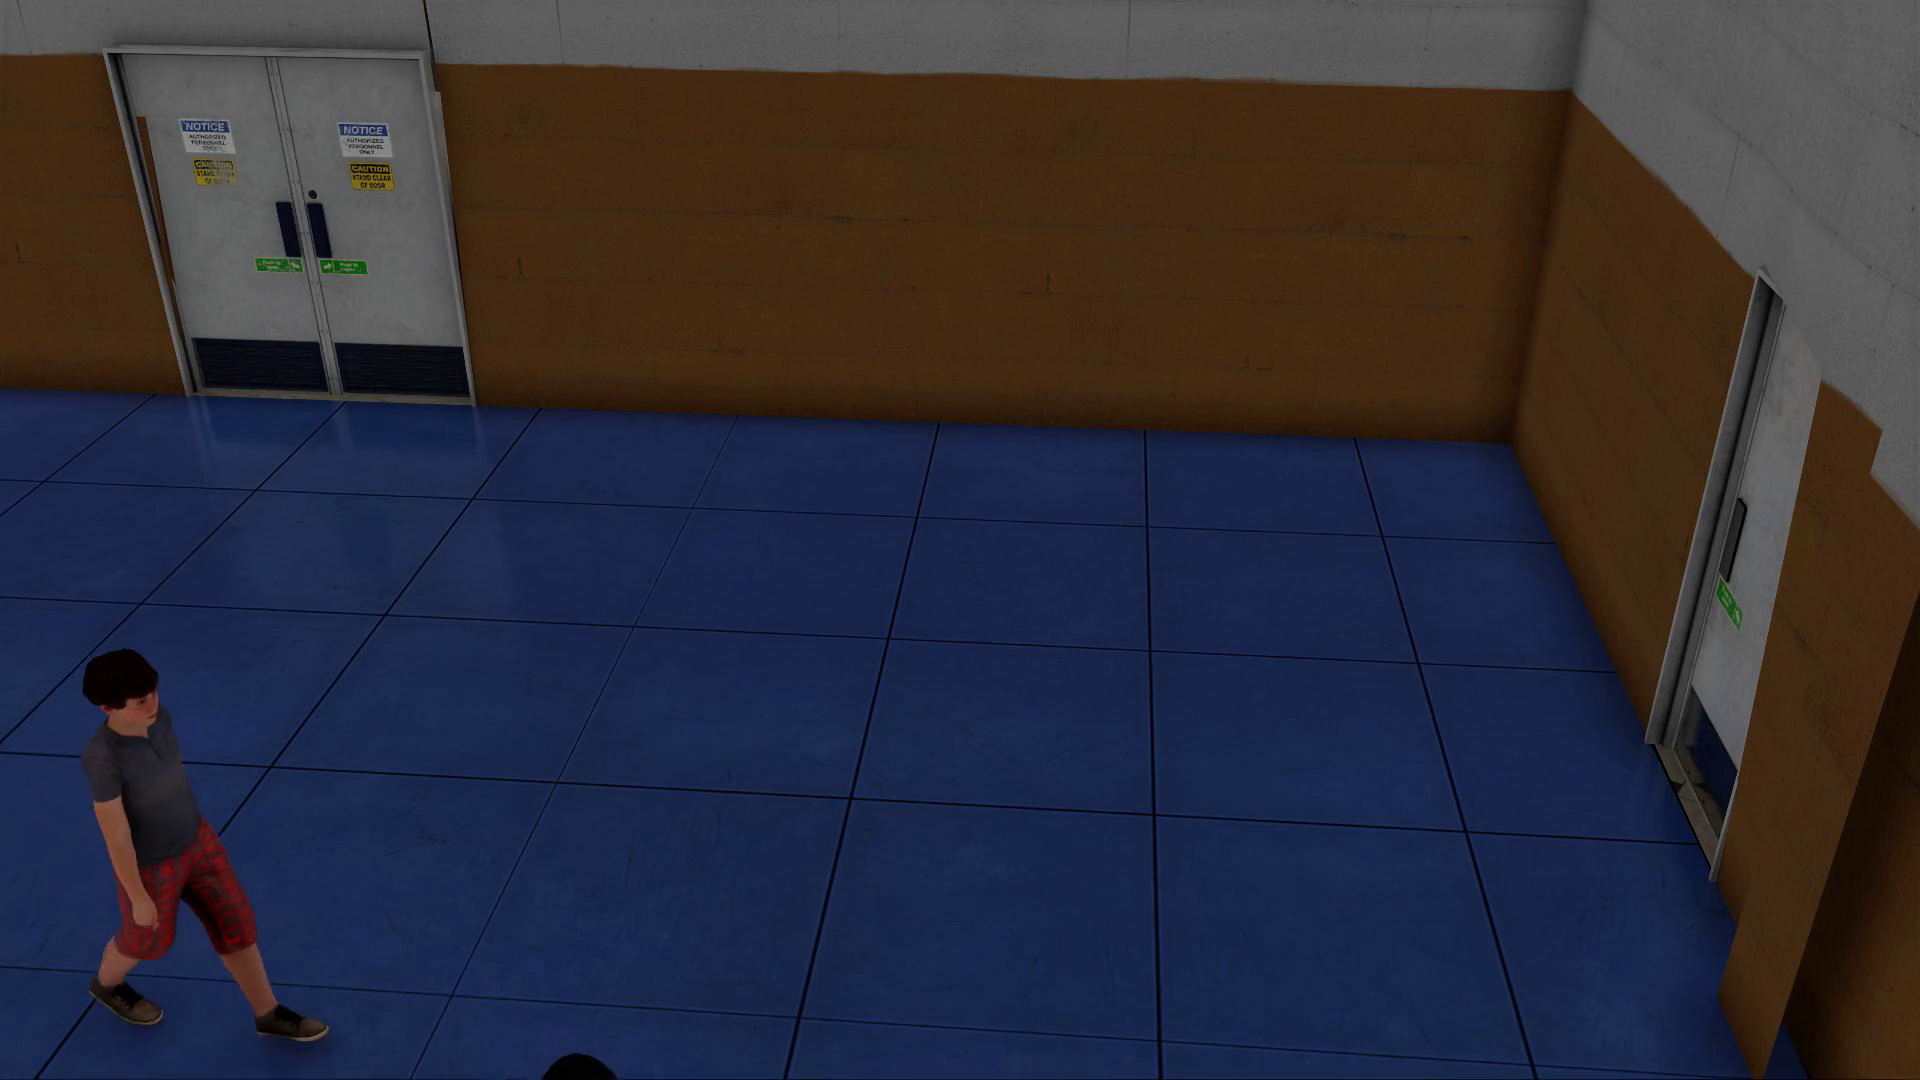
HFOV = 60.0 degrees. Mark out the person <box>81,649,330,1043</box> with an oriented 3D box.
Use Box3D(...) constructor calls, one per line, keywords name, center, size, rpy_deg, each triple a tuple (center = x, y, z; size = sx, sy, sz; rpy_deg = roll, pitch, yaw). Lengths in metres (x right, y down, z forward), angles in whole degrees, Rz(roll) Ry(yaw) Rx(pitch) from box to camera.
Box3D(name="person", center=(-2.819, 1.092, 5.730), size=(0.788, 1.618, 1.125), rpy_deg=(7, 29, 13))
